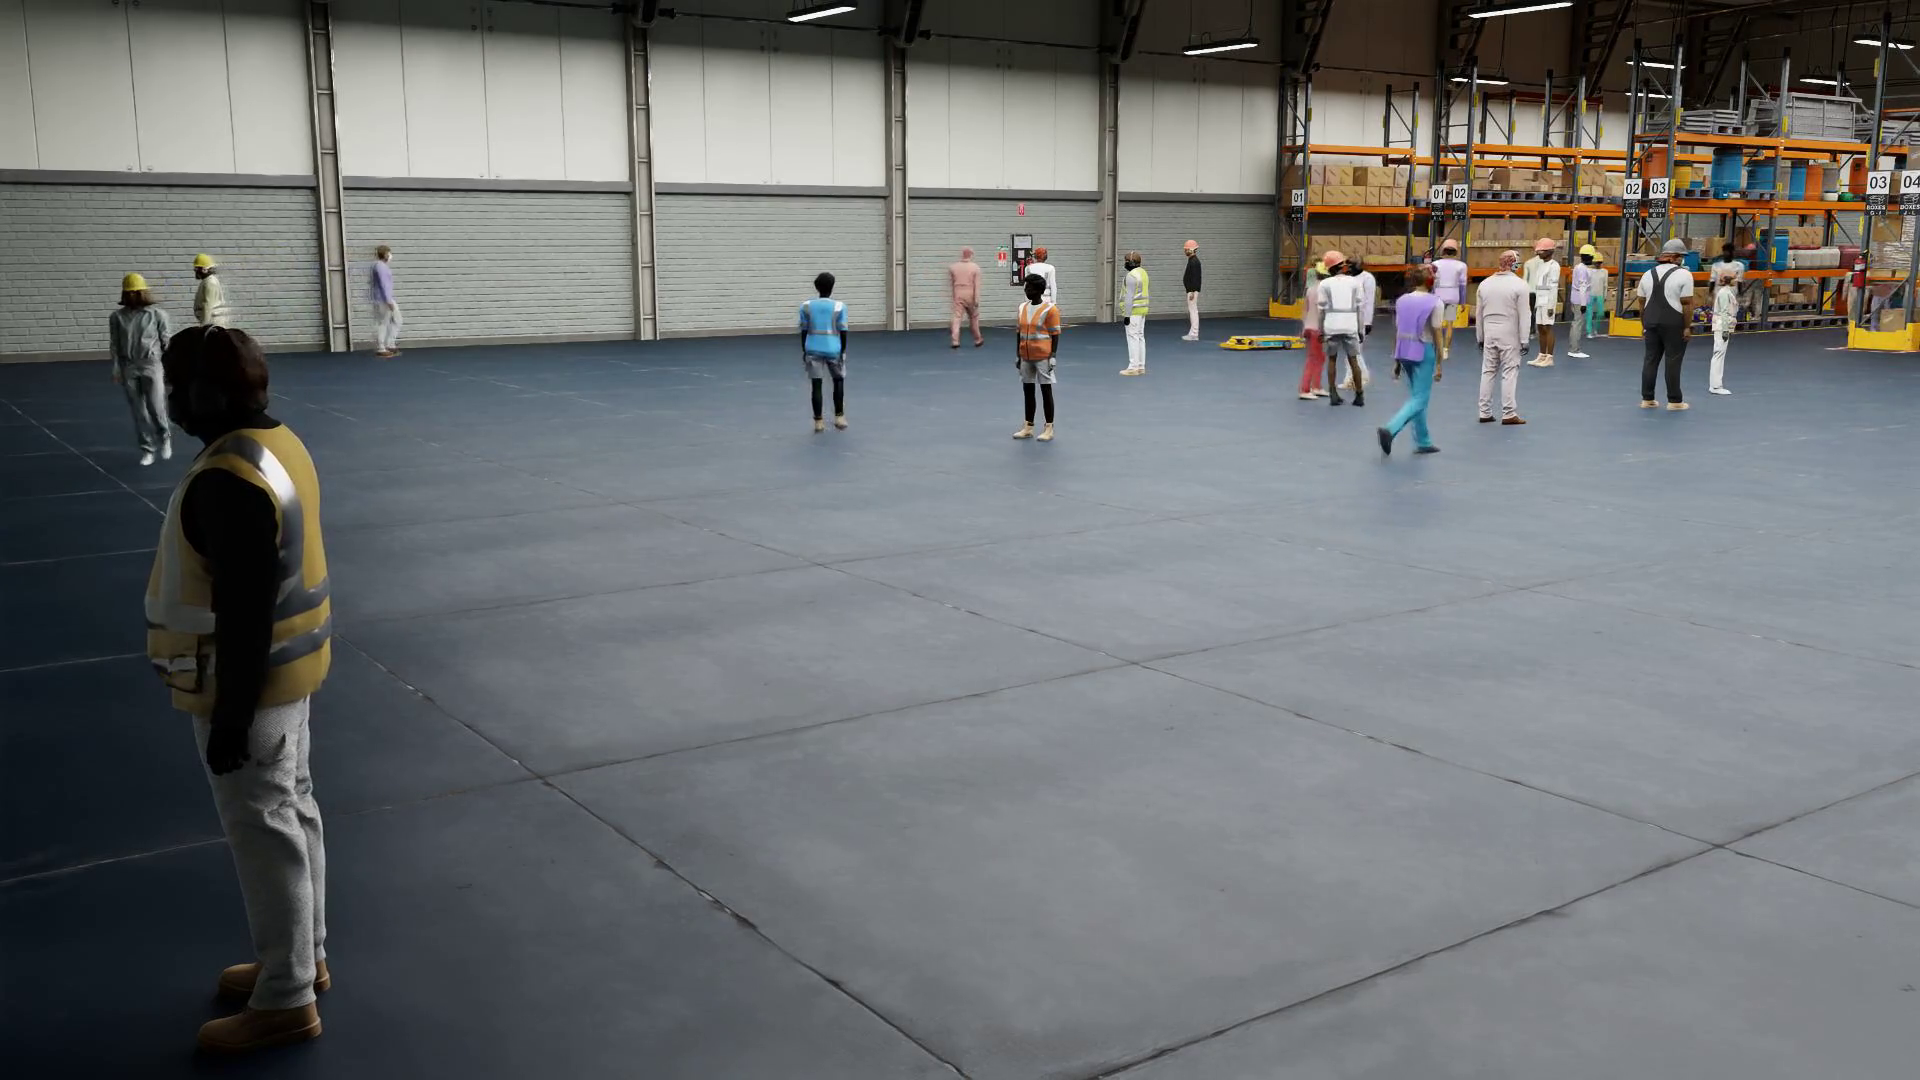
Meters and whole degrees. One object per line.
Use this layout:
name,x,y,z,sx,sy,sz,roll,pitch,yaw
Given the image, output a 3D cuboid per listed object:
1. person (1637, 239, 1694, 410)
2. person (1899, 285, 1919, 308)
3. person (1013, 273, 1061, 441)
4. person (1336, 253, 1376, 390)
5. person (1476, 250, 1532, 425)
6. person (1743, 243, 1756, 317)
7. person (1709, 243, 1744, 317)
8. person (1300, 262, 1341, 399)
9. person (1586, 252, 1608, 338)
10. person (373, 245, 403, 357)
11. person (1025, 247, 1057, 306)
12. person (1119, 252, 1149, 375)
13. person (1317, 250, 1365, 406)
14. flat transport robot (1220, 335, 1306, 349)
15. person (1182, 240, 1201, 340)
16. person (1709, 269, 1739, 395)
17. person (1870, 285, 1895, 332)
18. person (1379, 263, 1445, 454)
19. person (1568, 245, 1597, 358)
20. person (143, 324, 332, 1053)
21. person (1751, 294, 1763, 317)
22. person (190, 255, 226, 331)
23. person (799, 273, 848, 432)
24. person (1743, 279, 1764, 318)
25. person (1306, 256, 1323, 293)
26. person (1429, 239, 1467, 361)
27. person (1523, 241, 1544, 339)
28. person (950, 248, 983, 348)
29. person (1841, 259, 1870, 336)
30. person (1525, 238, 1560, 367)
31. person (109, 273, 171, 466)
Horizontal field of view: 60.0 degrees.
person,8.485,-2.581,19.910,0.536,2.000,0.678,-7,12,-32
person,19.195,-4.984,33.405,0.630,1.931,0.373,4,11,22
person,0.774,-1.845,16.823,0.538,1.692,0.320,9,14,42
person,5.291,-2.919,22.337,0.442,1.832,0.660,-4,11,-20
person,6.009,-2.228,18.343,0.402,1.906,0.651,-8,13,-37
person,20.132,-6.623,42.462,0.900,1.905,0.553,-7,12,-33
person,14.723,-4.732,31.965,0.606,1.948,0.590,9,14,40
person,4.602,-2.644,21.061,0.658,1.736,0.530,-3,11,-16
person,12.898,-4.954,33.752,0.522,1.741,0.382,0,10,-1
person,-9.748,-4.068,28.388,0.597,1.916,0.644,-2,11,-13
person,1.399,-4.116,28.757,0.574,1.883,0.356,4,11,22
person,2.591,-3.376,24.850,0.430,1.836,0.628,5,11,25
person,4.653,-2.578,20.297,0.587,1.896,0.447,1,10,4
flat transport robot,5.571,-3.643,30.584,1.431,0.197,0.652,-4,11,-21
person,4.614,-4.985,33.209,0.397,1.992,0.622,1,10,5
person,10.023,-2.730,21.823,0.310,1.642,0.514,4,11,23
person,18.722,-4.941,33.653,0.658,1.739,0.525,-5,12,-27
person,4.251,-1.686,15.613,0.811,1.822,0.576,-6,12,-28
person,10.650,-4.082,28.459,0.375,1.920,0.594,2,11,13
person,-1.831,0.374,4.256,0.429,1.840,0.636,-2,11,-13
person,20.500,-6.640,42.625,0.328,1.873,0.520,-7,13,-34
person,-10.444,-3.001,22.851,0.821,1.801,0.621,-5,11,-25
person,-1.432,-2.001,17.725,0.545,1.673,0.674,1,10,5
person,19.032,-6.015,39.892,0.653,1.614,0.501,-6,12,-31
person,8.238,-5.746,38.433,0.499,1.622,0.453,2,10,9
person,8.179,-4.033,27.957,0.639,2.000,1.005,3,11,15
person,11.741,-5.067,33.721,0.646,1.969,0.634,5,12,28
person,0.119,-4.504,30.957,0.638,1.858,0.999,4,11,21
person,18.501,-5.003,34.398,0.729,1.599,0.544,-9,13,-39
person,9.252,-3.756,26.345,0.381,2.043,0.608,0,10,-3
person,-7.385,-1.528,14.988,0.491,1.729,0.365,-2,10,-9
